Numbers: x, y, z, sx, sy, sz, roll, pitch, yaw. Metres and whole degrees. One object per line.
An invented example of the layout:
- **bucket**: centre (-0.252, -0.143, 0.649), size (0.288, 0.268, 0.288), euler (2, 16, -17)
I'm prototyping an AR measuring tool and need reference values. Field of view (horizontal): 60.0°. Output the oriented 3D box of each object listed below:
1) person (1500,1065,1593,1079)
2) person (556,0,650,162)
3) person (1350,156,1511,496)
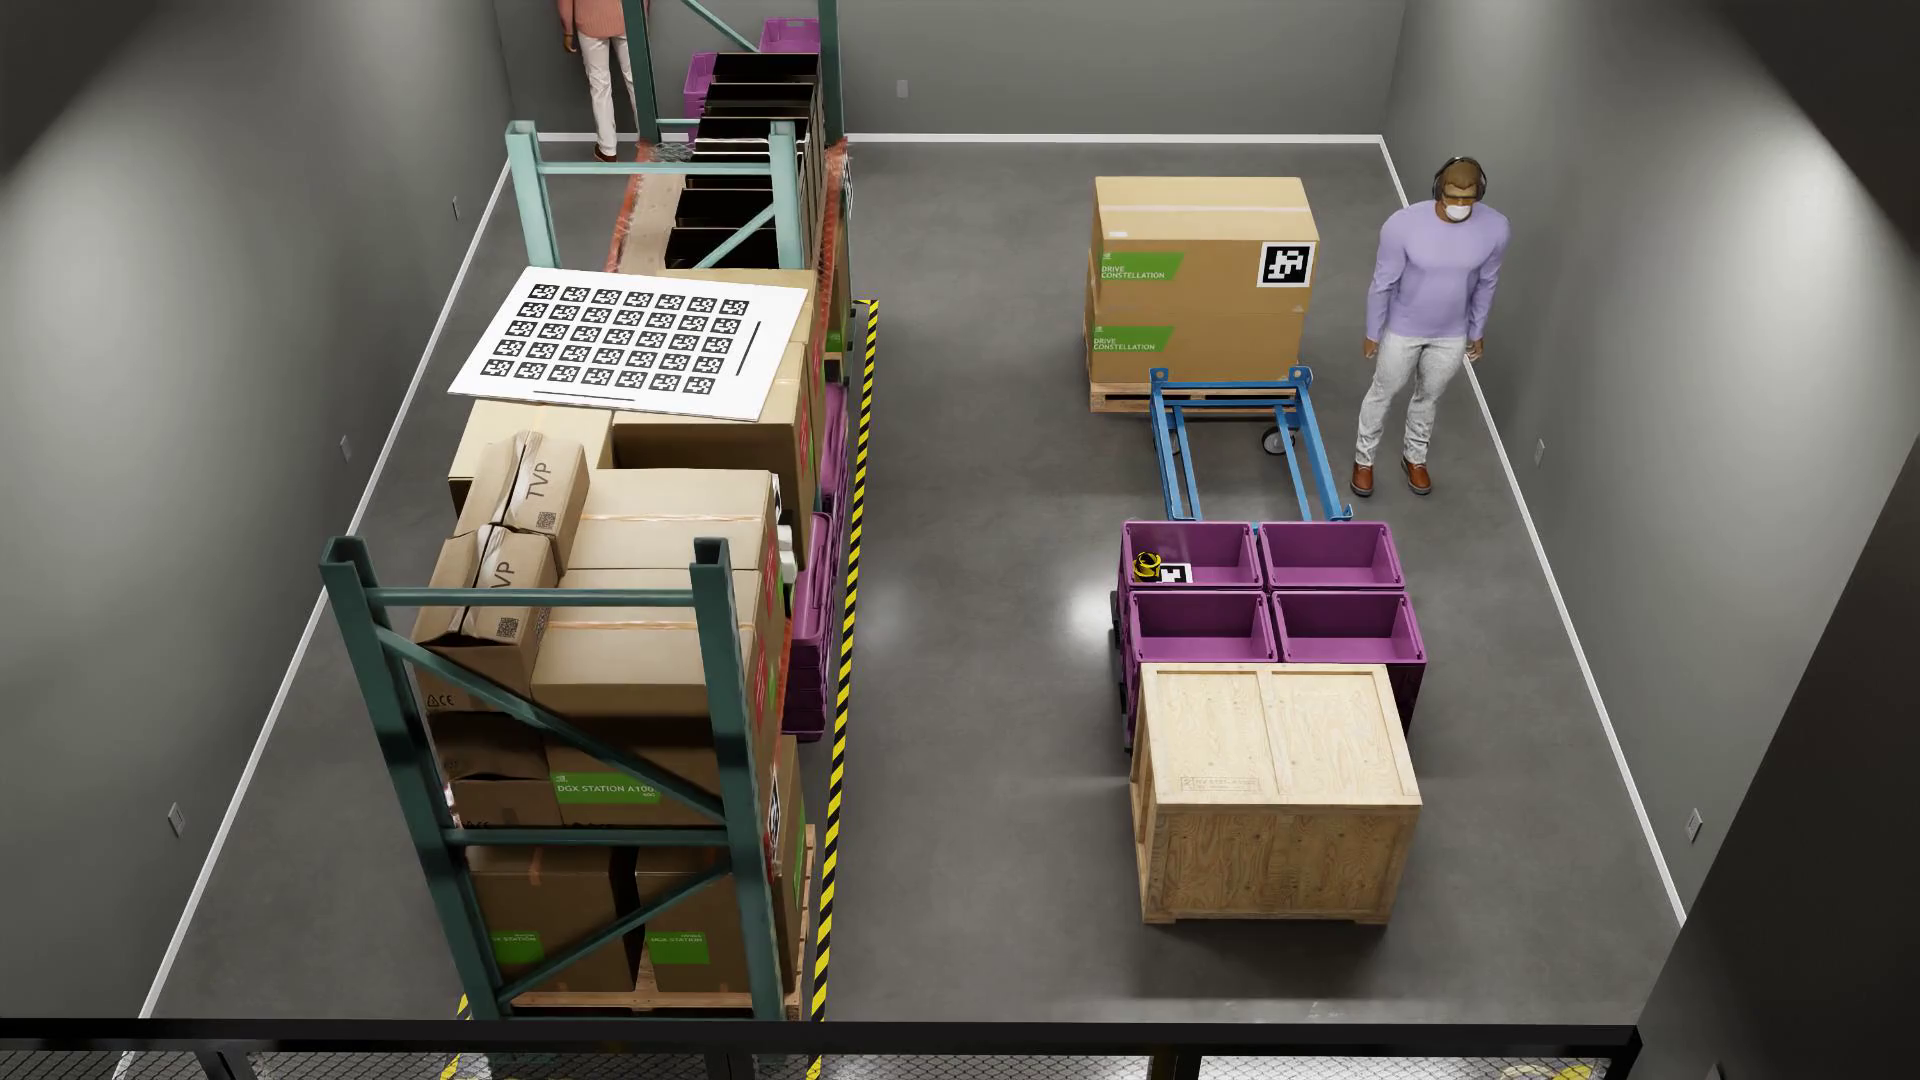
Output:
- **person**: centre (1.622, 2.068, 4.835), size (0.404, 1.829, 0.600), euler (5, 41, 6)
- **person**: centre (-2.341, -3.424, 10.976), size (0.611, 1.996, 0.379), euler (-16, 44, -17)
- **person**: centre (2.329, -1.054, 8.316), size (0.632, 1.938, 0.359), euler (-1, 41, -1)
